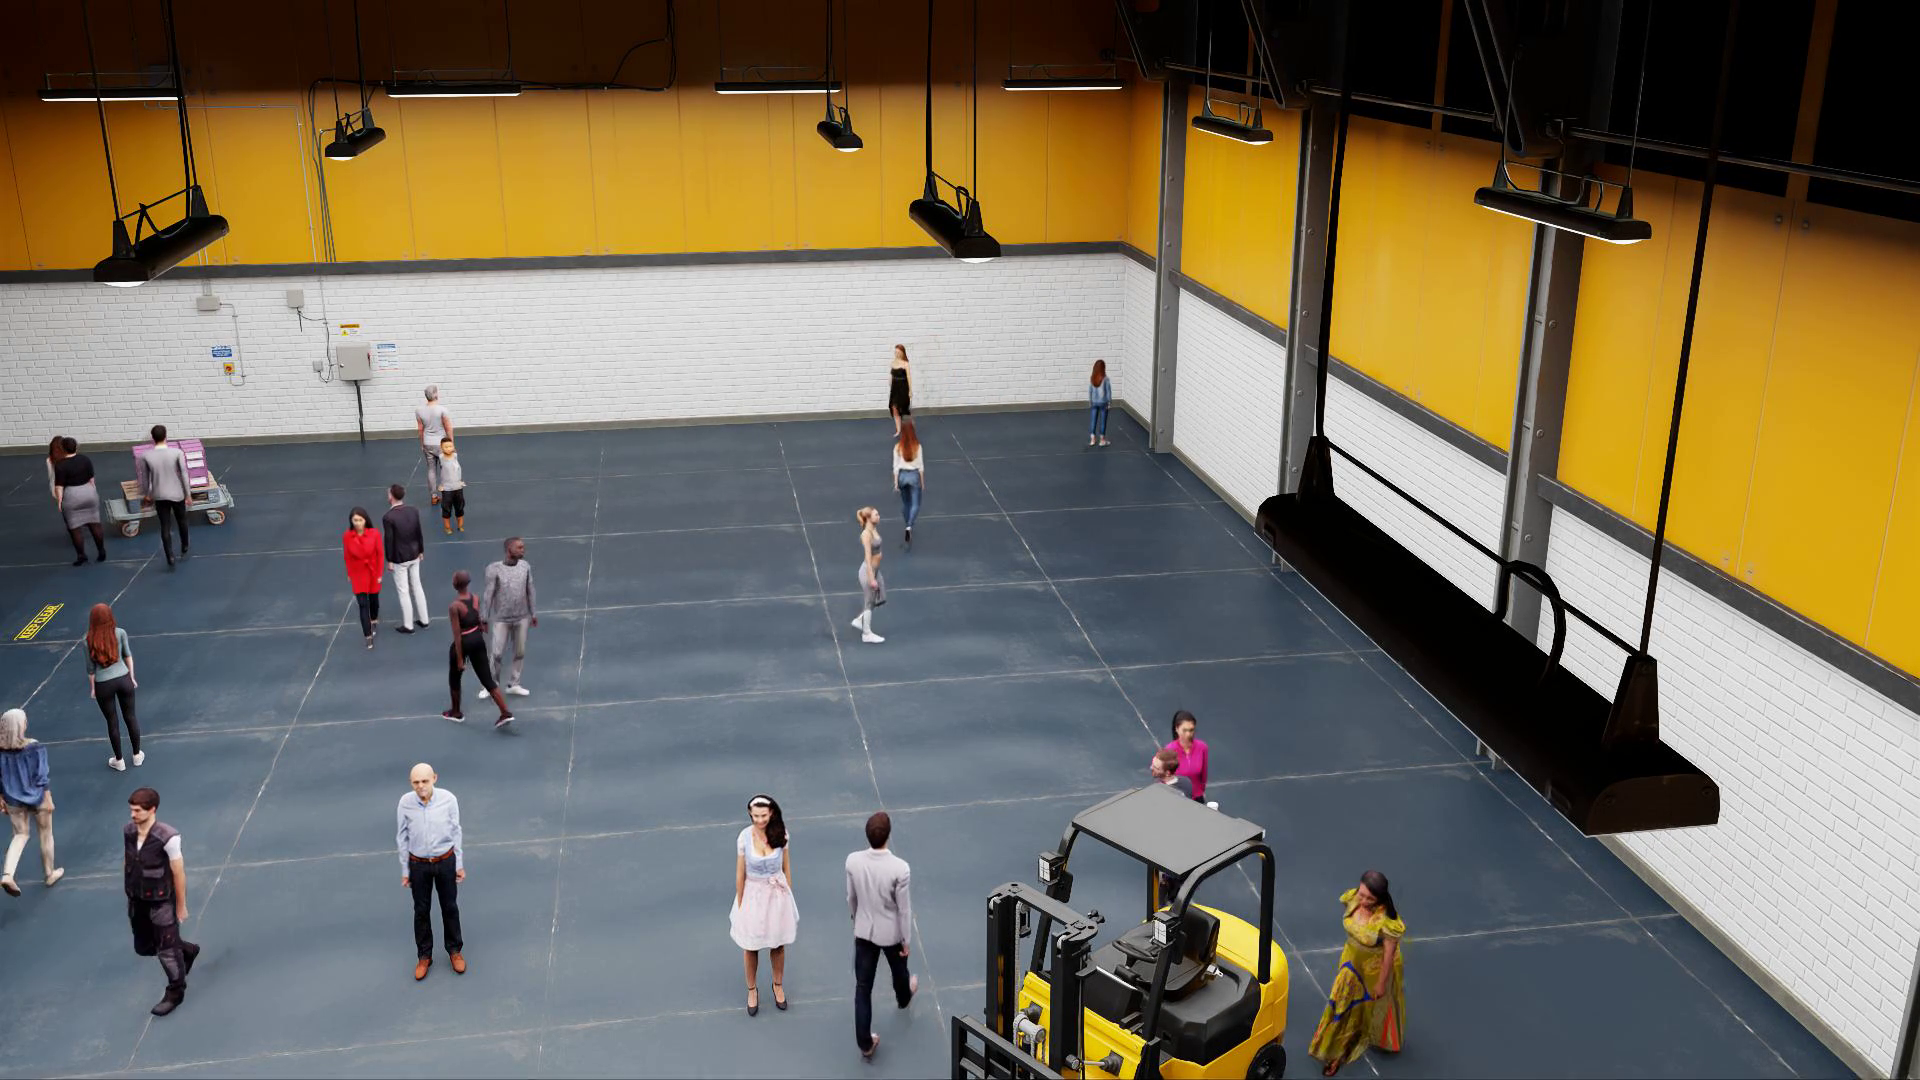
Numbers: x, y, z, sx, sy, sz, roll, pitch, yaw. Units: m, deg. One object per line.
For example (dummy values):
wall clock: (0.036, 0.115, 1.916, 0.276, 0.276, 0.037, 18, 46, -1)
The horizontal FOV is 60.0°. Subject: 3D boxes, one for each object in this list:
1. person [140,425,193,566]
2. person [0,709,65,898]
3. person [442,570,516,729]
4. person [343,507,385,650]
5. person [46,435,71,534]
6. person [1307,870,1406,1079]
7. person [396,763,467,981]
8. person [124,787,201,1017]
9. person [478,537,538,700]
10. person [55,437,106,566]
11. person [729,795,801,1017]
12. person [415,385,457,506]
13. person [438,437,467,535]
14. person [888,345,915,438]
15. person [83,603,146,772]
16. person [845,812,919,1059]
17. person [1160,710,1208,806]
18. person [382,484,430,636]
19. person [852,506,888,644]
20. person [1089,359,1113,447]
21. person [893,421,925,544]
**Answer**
person: (-10.641, -0.563, 22.306, 0.883, 1.877, 1.278, -6, 19, -17)
person: (-8.002, 2.274, 14.197, 0.701, 1.676, 0.965, 0, 19, -1)
person: (-5.047, 1.180, 17.380, 1.165, 1.717, 1.159, 11, 22, 30)
person: (-7.026, 0.415, 19.698, 0.698, 1.689, 1.069, -6, 19, -16)
person: (-12.570, -0.716, 23.425, 0.797, 1.452, 1.081, -11, 22, -30)
person: (2.986, 3.051, 12.027, 1.249, 1.588, 1.319, -14, 23, -36)
person: (-4.163, 2.576, 13.121, 0.662, 1.791, 0.594, -5, 19, -16)
person: (-6.074, 2.691, 12.704, 0.886, 1.840, 0.978, 6, 20, 17)
person: (-4.961, 0.871, 18.165, 0.943, 1.804, 0.852, -9, 21, -25)
person: (-11.845, -0.527, 22.397, 0.856, 1.751, 0.800, 14, 23, 36)
person: (-1.475, 2.746, 12.576, 0.705, 1.815, 0.726, -5, 19, -14)
person: (-7.850, -1.424, 24.933, 0.753, 1.832, 0.676, 2, 19, 7)
person: (-7.272, -0.825, 23.751, 0.631, 1.453, 0.643, -14, 23, -36)
person: (-0.986, -2.595, 28.758, 0.791, 1.611, 0.856, 12, 22, 31)
person: (-8.417, 1.453, 16.537, 0.664, 1.738, 0.681, -14, 23, -35)
person: (-0.621, 2.904, 12.117, 1.037, 1.810, 1.271, 5, 19, 16)
person: (1.898, 2.209, 14.386, 0.617, 1.678, 0.639, -4, 19, -12)
person: (-6.672, 0.227, 20.023, 0.796, 1.837, 0.751, 14, 23, 36)
person: (-1.142, 0.412, 19.700, 0.743, 1.693, 0.697, 4, 19, 12)
person: (2.363, -2.329, 28.181, 0.635, 1.475, 0.689, 12, 22, 32)
person: (-0.707, -0.804, 23.289, 0.802, 1.707, 1.105, 2, 19, 7)
